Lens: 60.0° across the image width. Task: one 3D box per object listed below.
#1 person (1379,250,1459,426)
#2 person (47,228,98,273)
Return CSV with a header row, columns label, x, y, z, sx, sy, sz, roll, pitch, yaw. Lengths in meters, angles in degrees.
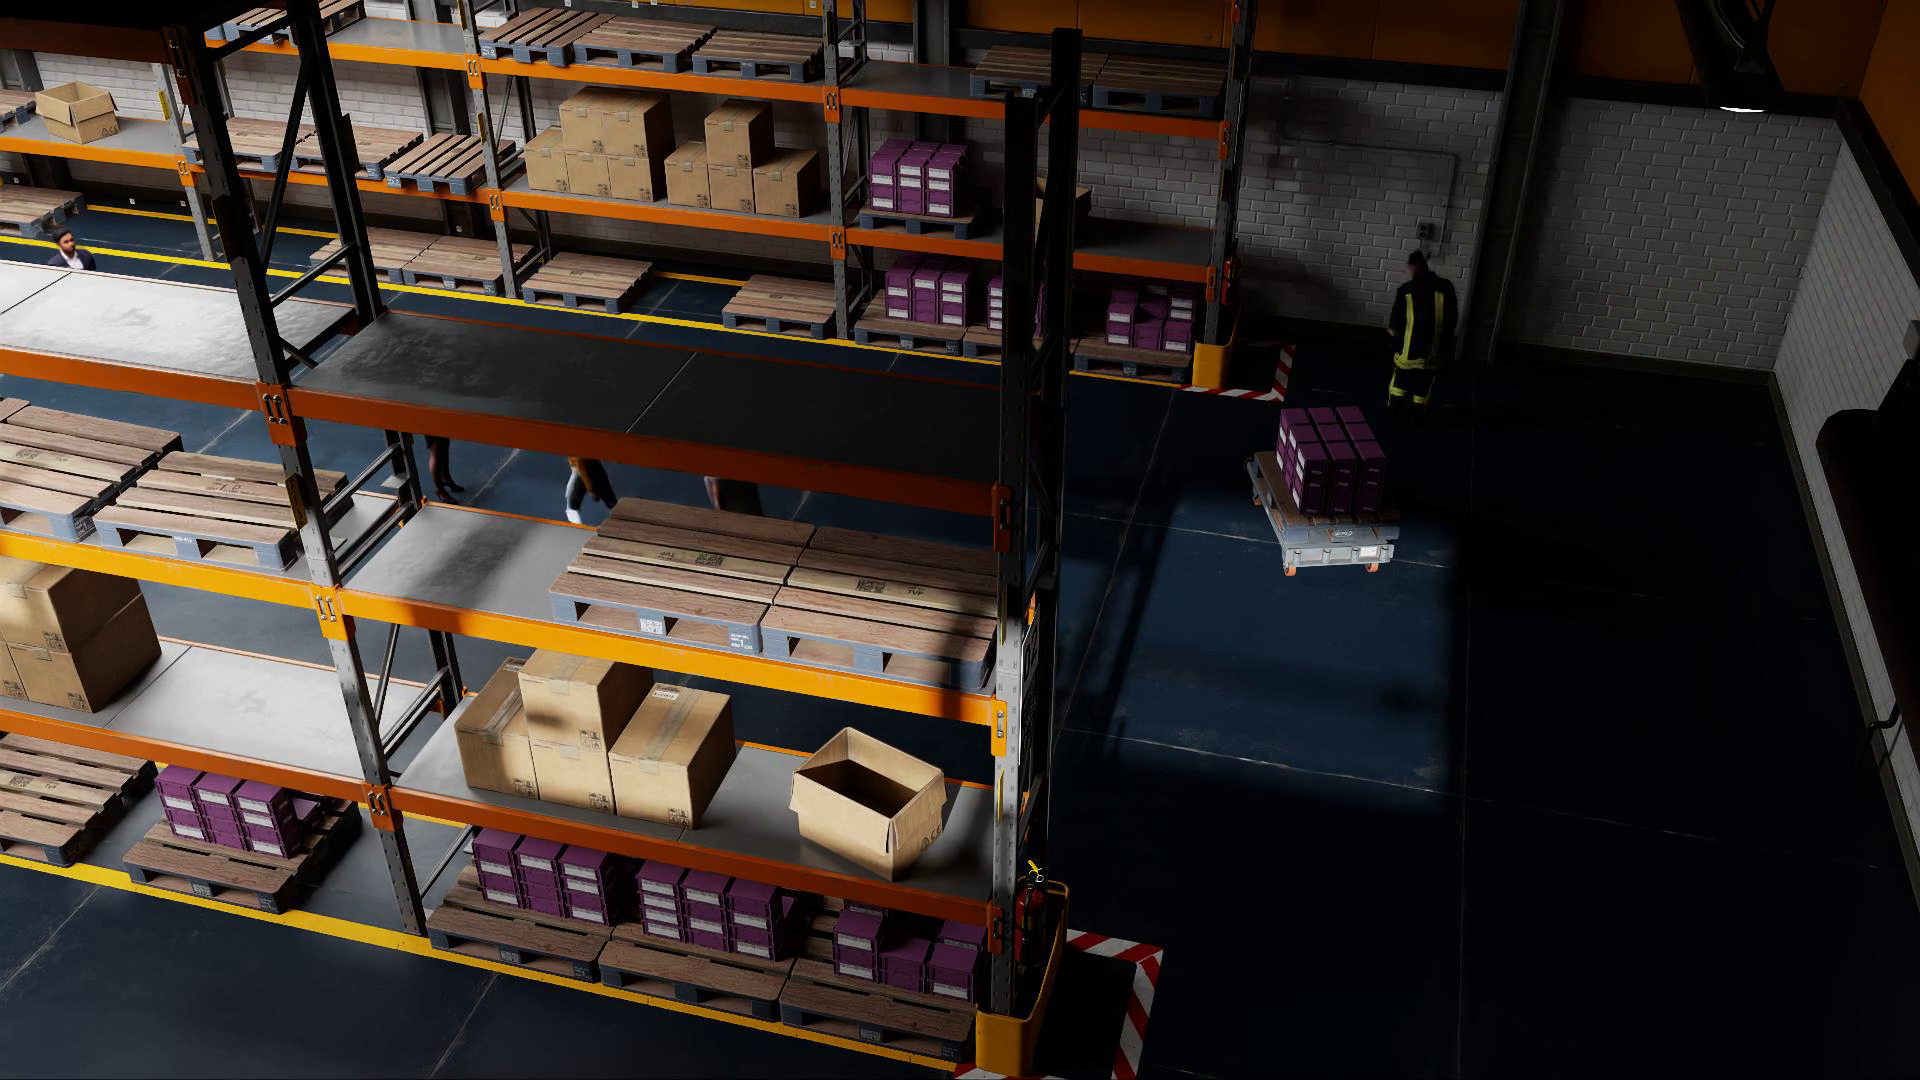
label,x,y,z,sx,sy,sz,roll,pitch,yaw
person,4.527,-1.962,16.217,0.649,1.833,0.862,20,38,27
person,-8.998,-2.385,16.993,1.233,1.677,0.956,23,40,30
